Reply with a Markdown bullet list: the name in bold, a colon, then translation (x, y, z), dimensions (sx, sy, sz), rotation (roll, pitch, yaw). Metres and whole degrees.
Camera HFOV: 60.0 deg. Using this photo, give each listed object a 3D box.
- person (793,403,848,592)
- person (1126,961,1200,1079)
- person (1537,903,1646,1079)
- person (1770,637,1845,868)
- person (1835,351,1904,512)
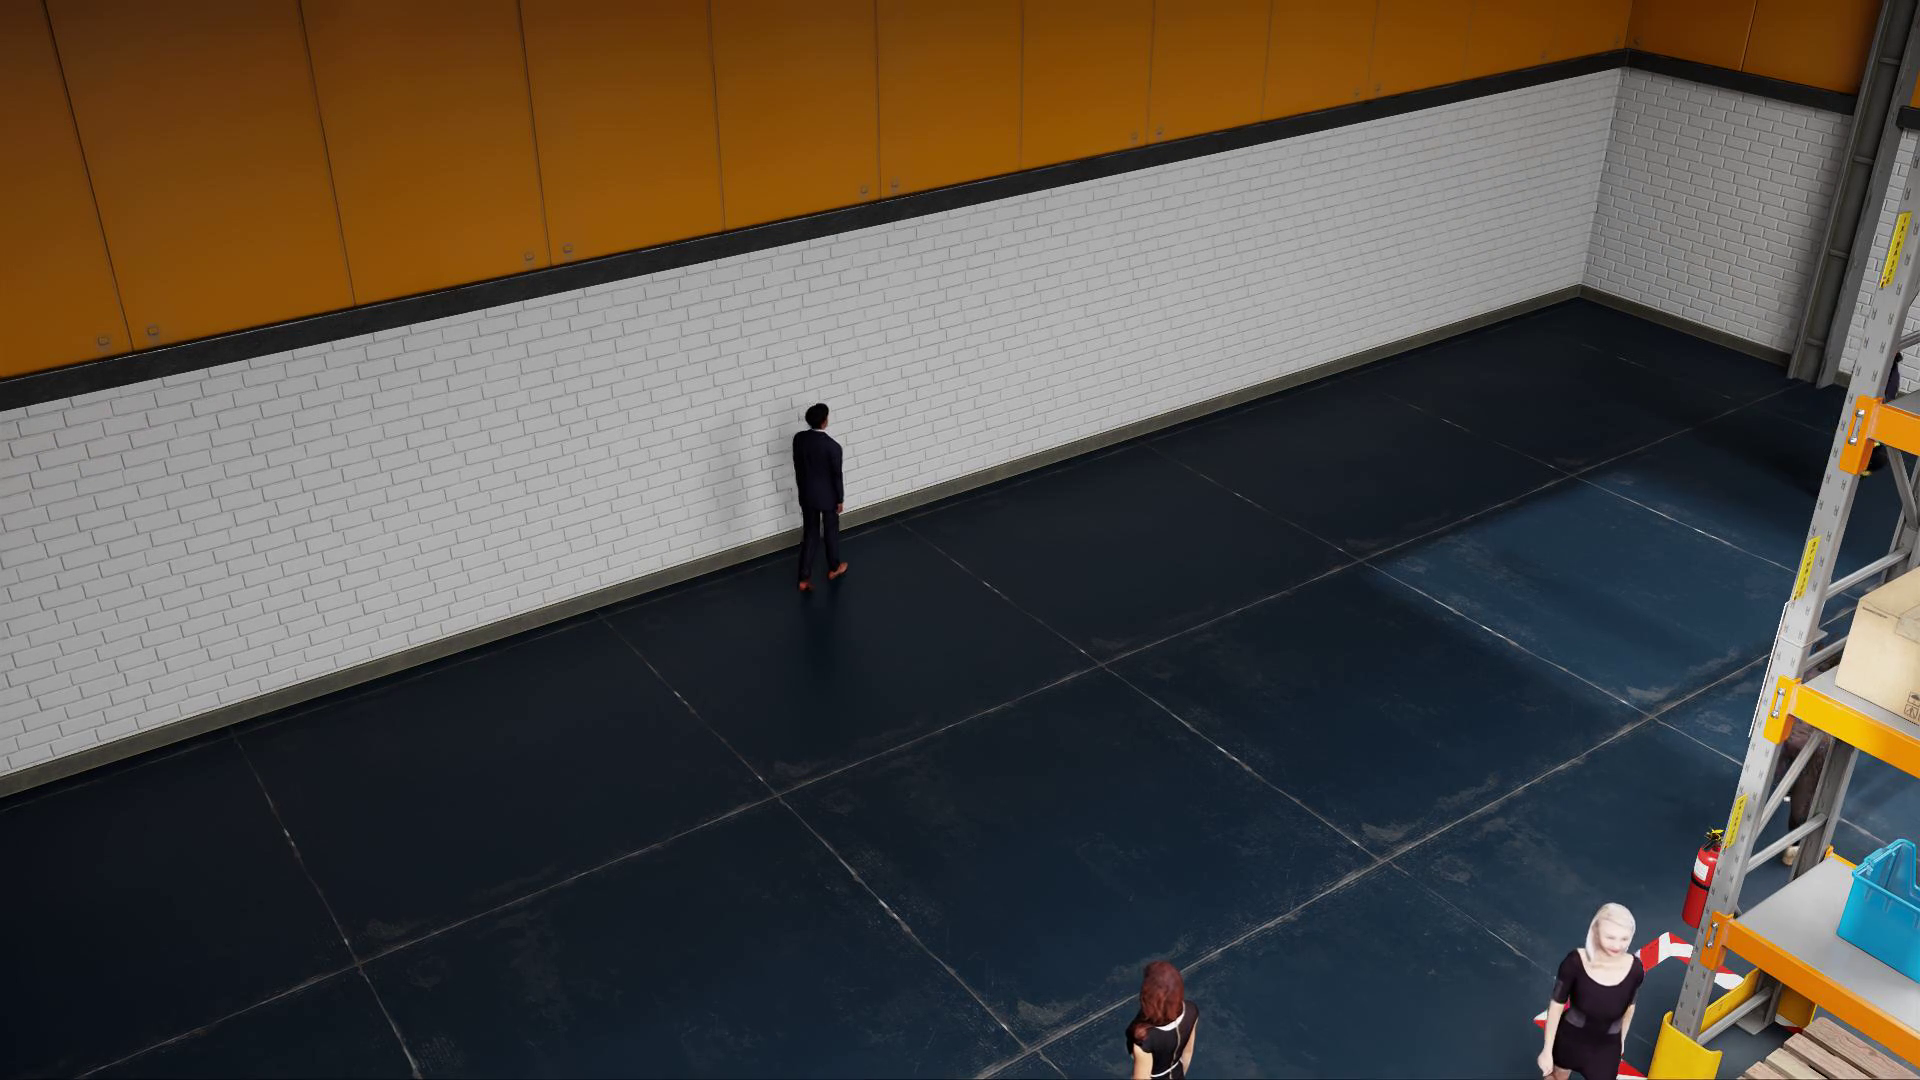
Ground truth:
- **person**: translation (-1.224, -0.358, 14.132), dimensions (0.978, 1.724, 0.974), rotation (10, 30, 18)
- **person**: translation (0.981, 2.799, 8.269), dimensions (0.600, 1.797, 0.511), rotation (-23, 36, -35)
- **person**: translation (3.234, 2.585, 8.680), dimensions (1.123, 1.780, 1.196), rotation (4, 29, 8)
- **person**: translation (5.682, 1.347, 11.083), dimensions (0.707, 1.650, 0.804), rotation (-4, 29, -7)
- **person**: translation (8.389, -1.195, 15.530), dimensions (0.802, 1.856, 0.801), rotation (-13, 31, -22)
